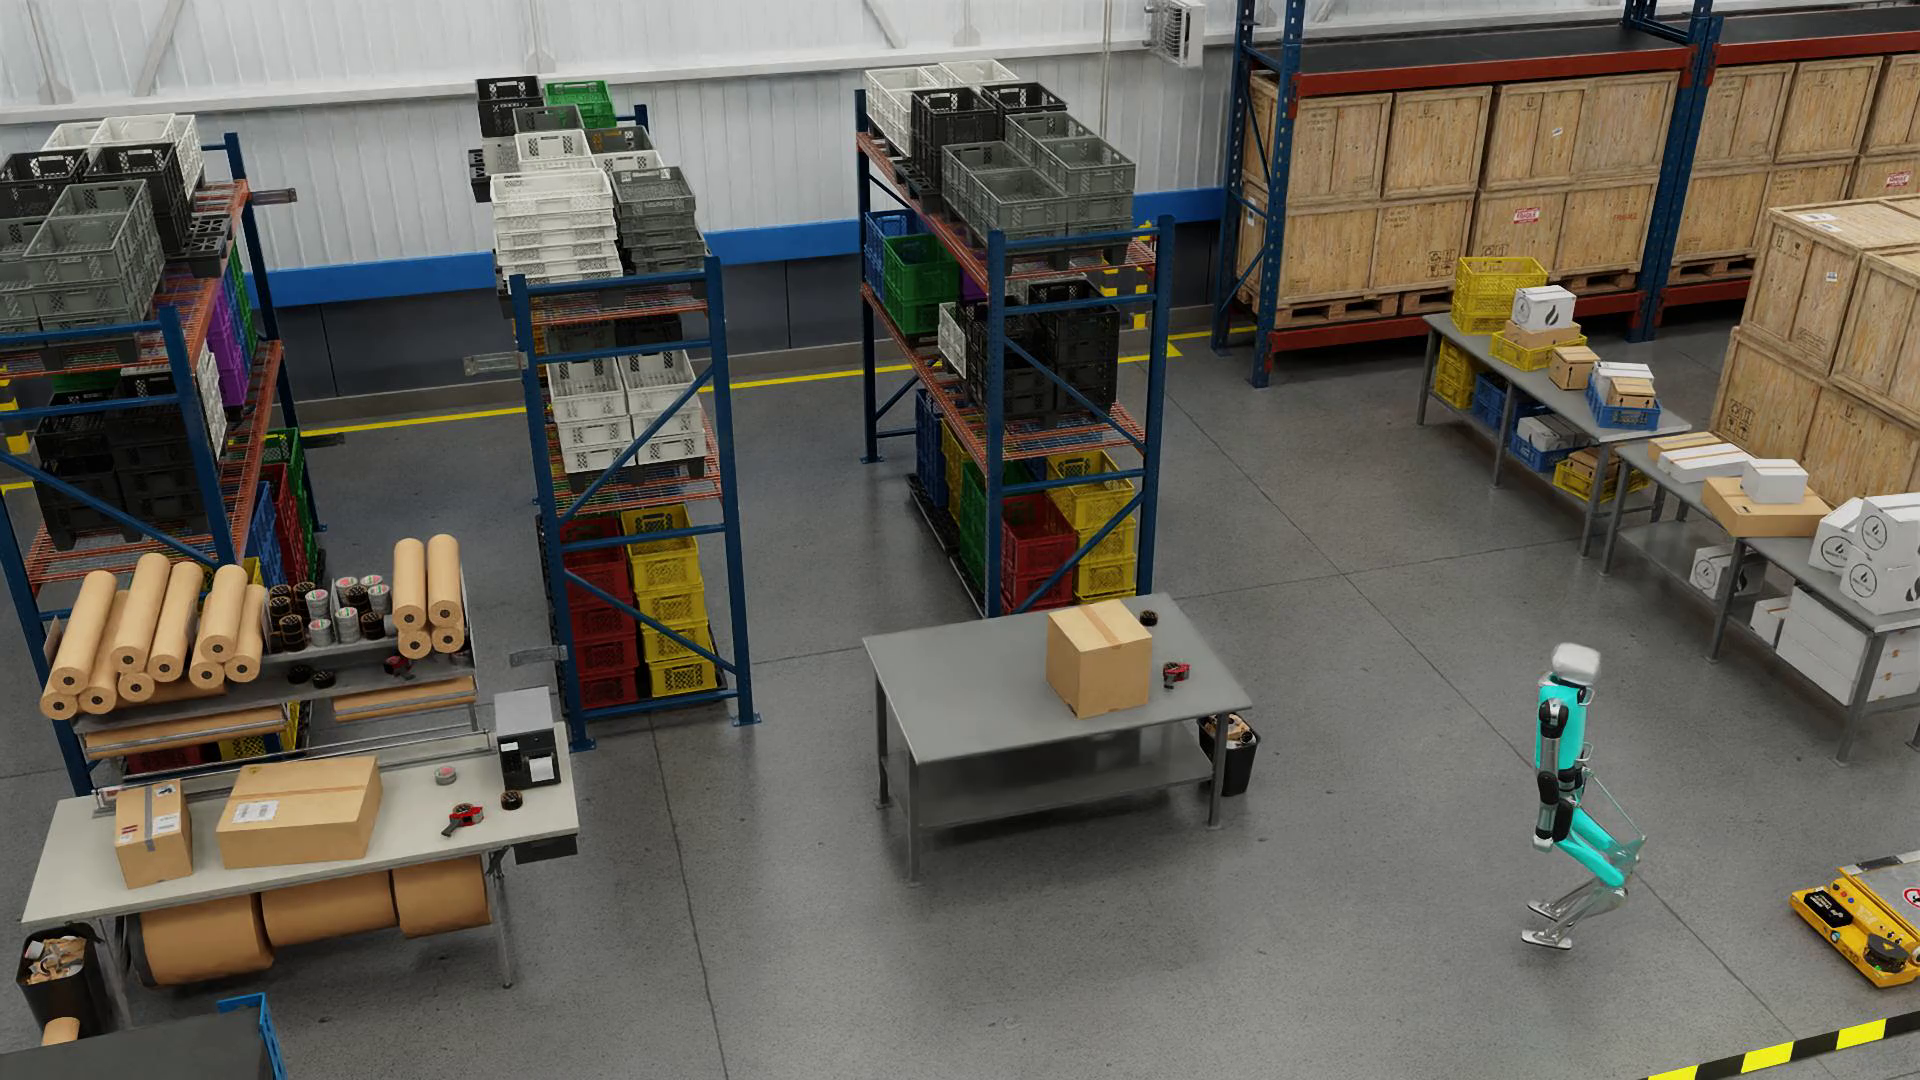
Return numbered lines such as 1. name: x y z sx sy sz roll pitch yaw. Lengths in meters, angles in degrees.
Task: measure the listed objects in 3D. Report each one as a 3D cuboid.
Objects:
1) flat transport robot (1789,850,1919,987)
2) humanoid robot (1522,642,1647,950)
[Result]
1. flat transport robot: 5.163 1.916 8.676 1.431 0.231 0.659 -8 30 -14
2. humanoid robot: 3.100 1.308 8.123 0.735 1.672 0.533 15 32 25
